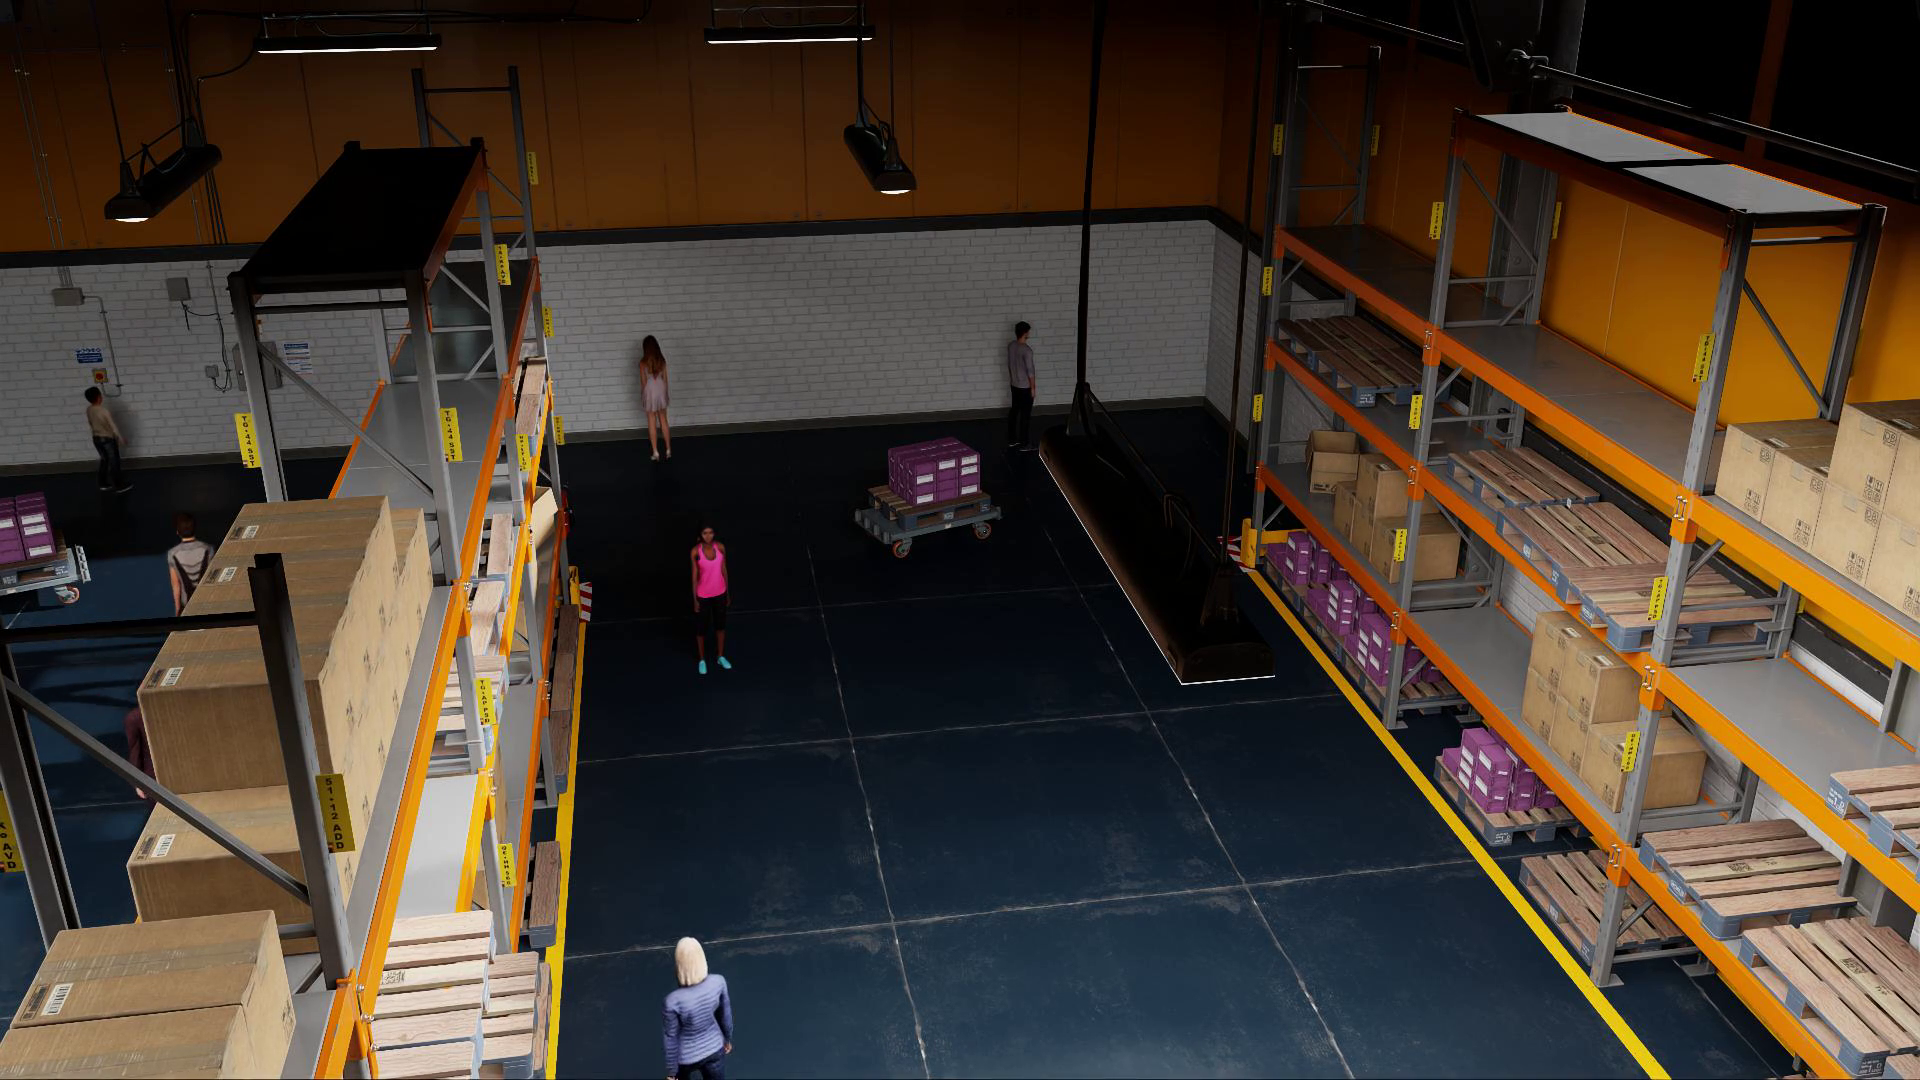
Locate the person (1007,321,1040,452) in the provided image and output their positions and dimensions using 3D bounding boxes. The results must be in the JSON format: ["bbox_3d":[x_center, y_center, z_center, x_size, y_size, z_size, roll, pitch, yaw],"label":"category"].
[{"bbox_3d":[0.859,-2.174,23.360,0.796,1.844,0.651,-16,29,-33],"label":"person"}]

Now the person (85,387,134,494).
[{"bbox_3d":[-11.248,-1.290,21.818,0.676,1.459,0.710,8,25,18],"label":"person"}]

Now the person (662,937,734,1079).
[{"bbox_3d":[-1.671,3.366,10.847,0.939,1.716,1.139,-15,28,-31],"label":"person"}]

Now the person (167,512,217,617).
[{"bbox_3d":[-7.698,0.658,16.861,0.881,1.860,1.279,-12,26,-25],"label":"person"}]

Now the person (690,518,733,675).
[{"bbox_3d":[-2.590,0.558,17.262,0.627,1.724,0.627,-11,26,-24],"label":"person"}]

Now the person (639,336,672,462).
[{"bbox_3d":[-4.205,-1.953,22.951,0.631,1.768,0.657,-11,26,-24],"label":"person"}]

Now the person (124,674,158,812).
[{"bbox_3d":[-6.684,1.940,13.944,1.119,1.847,1.007,21,31,40],"label":"person"}]
